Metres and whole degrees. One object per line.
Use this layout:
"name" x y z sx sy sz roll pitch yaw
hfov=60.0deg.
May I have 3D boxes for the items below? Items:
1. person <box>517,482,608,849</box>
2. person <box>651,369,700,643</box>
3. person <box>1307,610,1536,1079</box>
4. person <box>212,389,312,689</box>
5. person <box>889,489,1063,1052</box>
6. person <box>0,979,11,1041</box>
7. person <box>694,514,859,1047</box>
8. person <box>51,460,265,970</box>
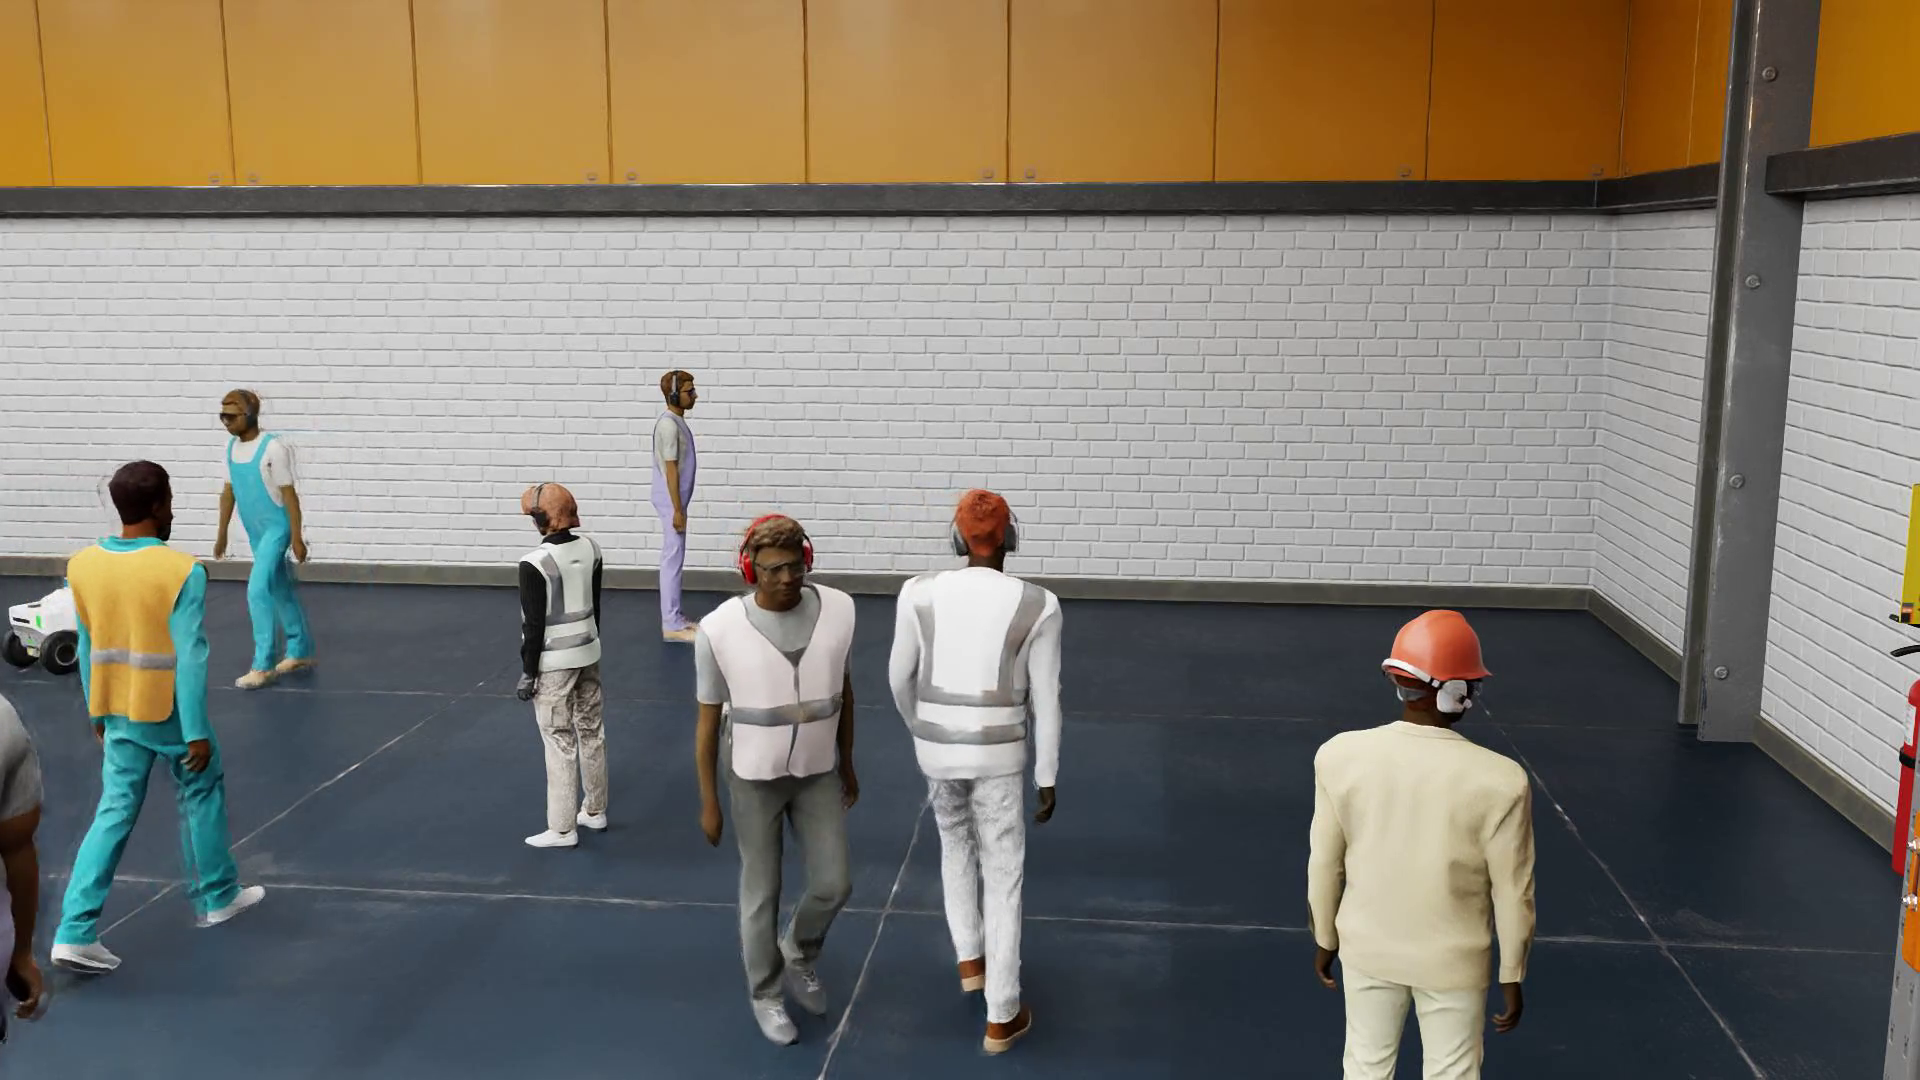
"person" -1.765 0.554 7.389 0.310 1.640 0.514 4 11 24
"person" -1.919 -0.234 11.309 0.351 1.846 0.507 -1 10 -7
"person" 1.181 1.040 4.279 0.573 1.748 0.326 6 11 29
"person" -4.304 -0.012 10.144 0.514 1.806 0.779 7 12 34
"person" 0.049 0.752 5.689 0.596 1.837 0.689 2 10 12
"person" -2.484 1.178 3.871 0.522 1.617 0.652 -8 12 -37
"person" -0.590 0.795 5.504 0.598 1.813 0.455 -6 11 -29
"person" -3.071 0.639 6.224 0.602 1.883 0.966 3 10 15
